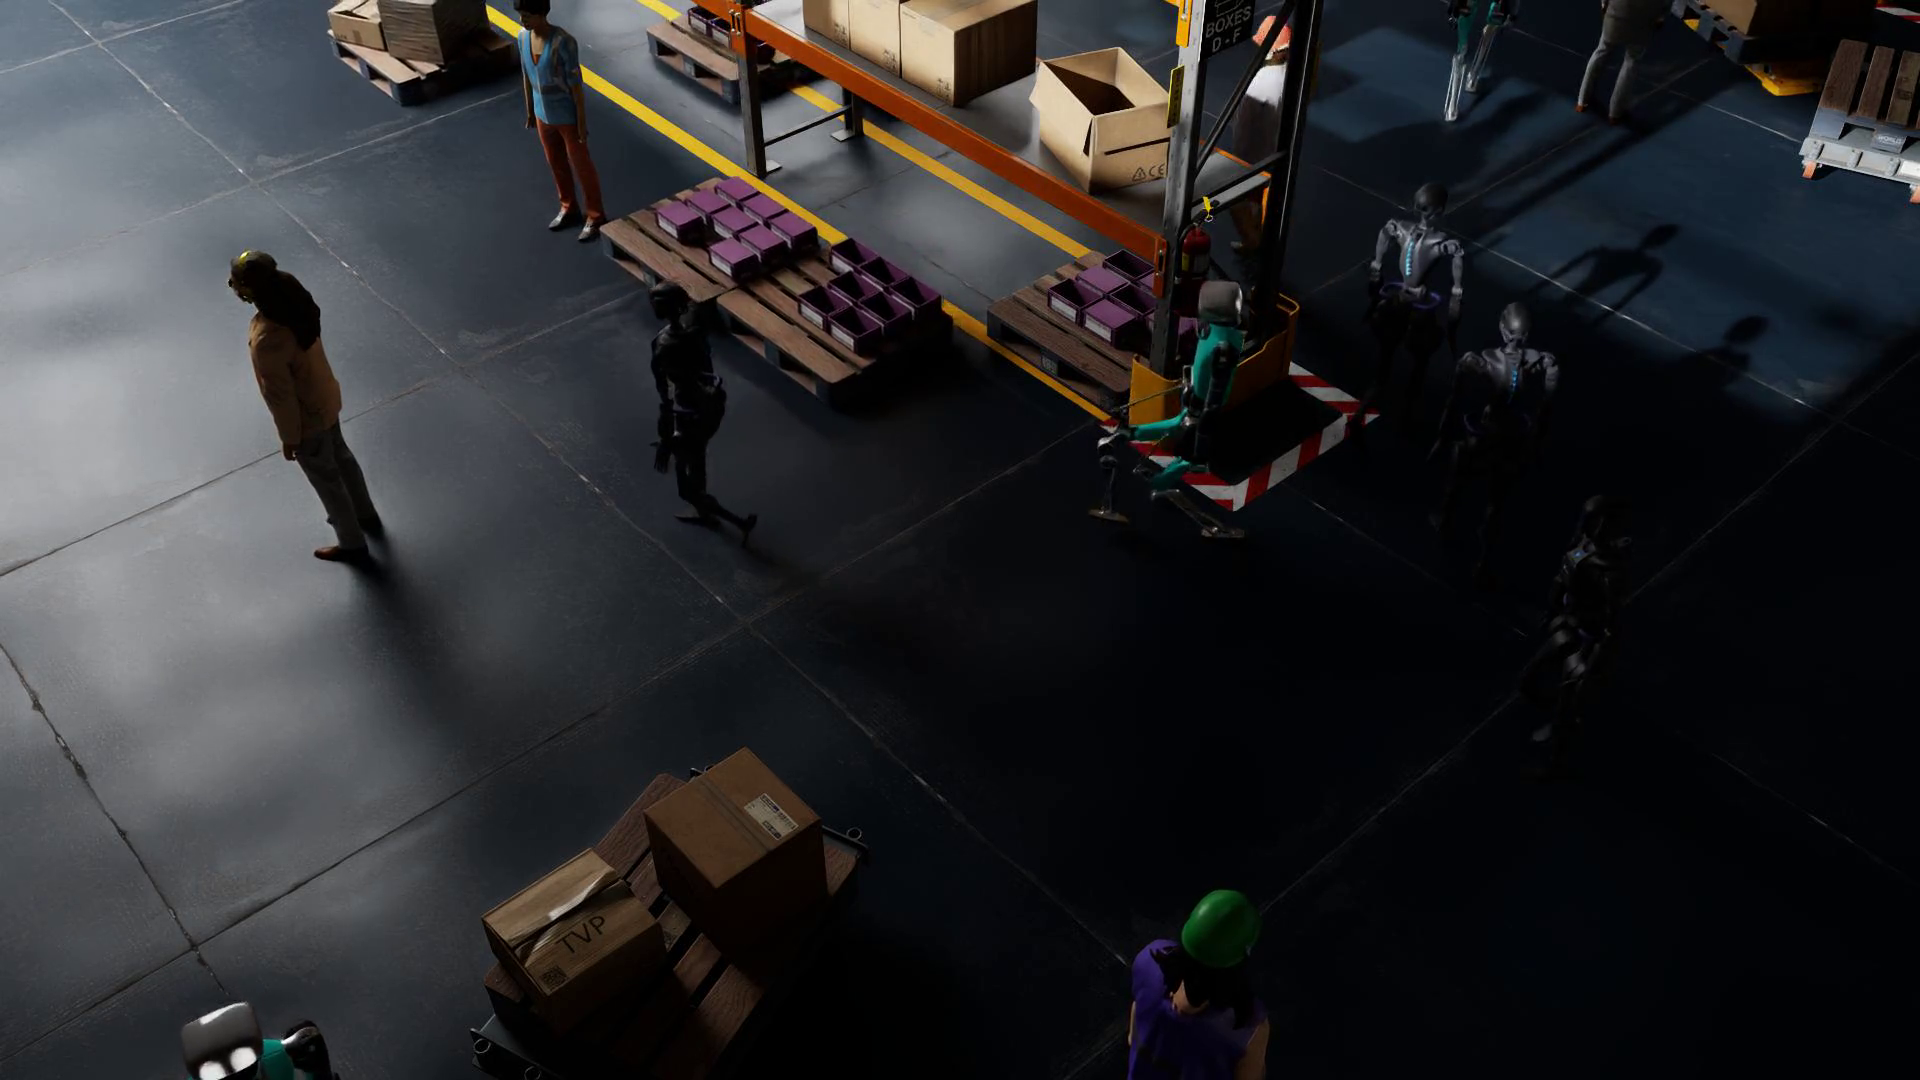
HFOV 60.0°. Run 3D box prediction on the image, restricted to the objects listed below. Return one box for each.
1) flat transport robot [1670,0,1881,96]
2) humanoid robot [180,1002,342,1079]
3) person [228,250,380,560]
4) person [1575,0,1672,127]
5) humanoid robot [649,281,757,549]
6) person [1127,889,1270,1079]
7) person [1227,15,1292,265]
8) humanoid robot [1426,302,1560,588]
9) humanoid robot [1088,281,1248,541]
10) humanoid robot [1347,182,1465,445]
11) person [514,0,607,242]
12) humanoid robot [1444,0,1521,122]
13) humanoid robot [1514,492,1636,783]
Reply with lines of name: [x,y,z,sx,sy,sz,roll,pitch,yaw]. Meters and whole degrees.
flat transport robot: [6.525,-4.033,13.482,0.659,0.231,1.431,-9,43,-10]
humanoid robot: [-2.502,1.963,5.890,0.535,1.758,1.004,-27,49,-26]
person: [-3.393,-0.686,8.666,0.388,1.871,0.563,-2,43,-2]
person: [4.967,-3.943,12.238,0.512,1.823,0.366,32,52,30]
humanoid robot: [-1.347,-0.655,8.774,0.582,1.636,0.609,13,44,14]
person: [0.803,1.876,5.837,0.433,1.924,0.527,-34,52,-31]
person: [1.940,-2.558,10.786,0.586,1.738,0.379,-24,48,-24]
humanoid robot: [2.759,-0.538,8.648,0.610,1.635,0.622,0,43,0]
humanoid robot: [1.033,-0.602,8.706,1.062,1.771,0.567,4,43,4]
humanoid robot: [2.528,-1.239,9.413,0.608,1.628,0.605,28,50,27]
person: [-2.687,-2.842,11.087,0.502,1.758,0.333,20,46,20]
humanoid robot: [3.912,-4.039,12.425,0.538,1.754,1.017,12,44,12]
humanoid robot: [2.826,0.467,7.547,0.378,1.647,0.611,-2,43,-2]
